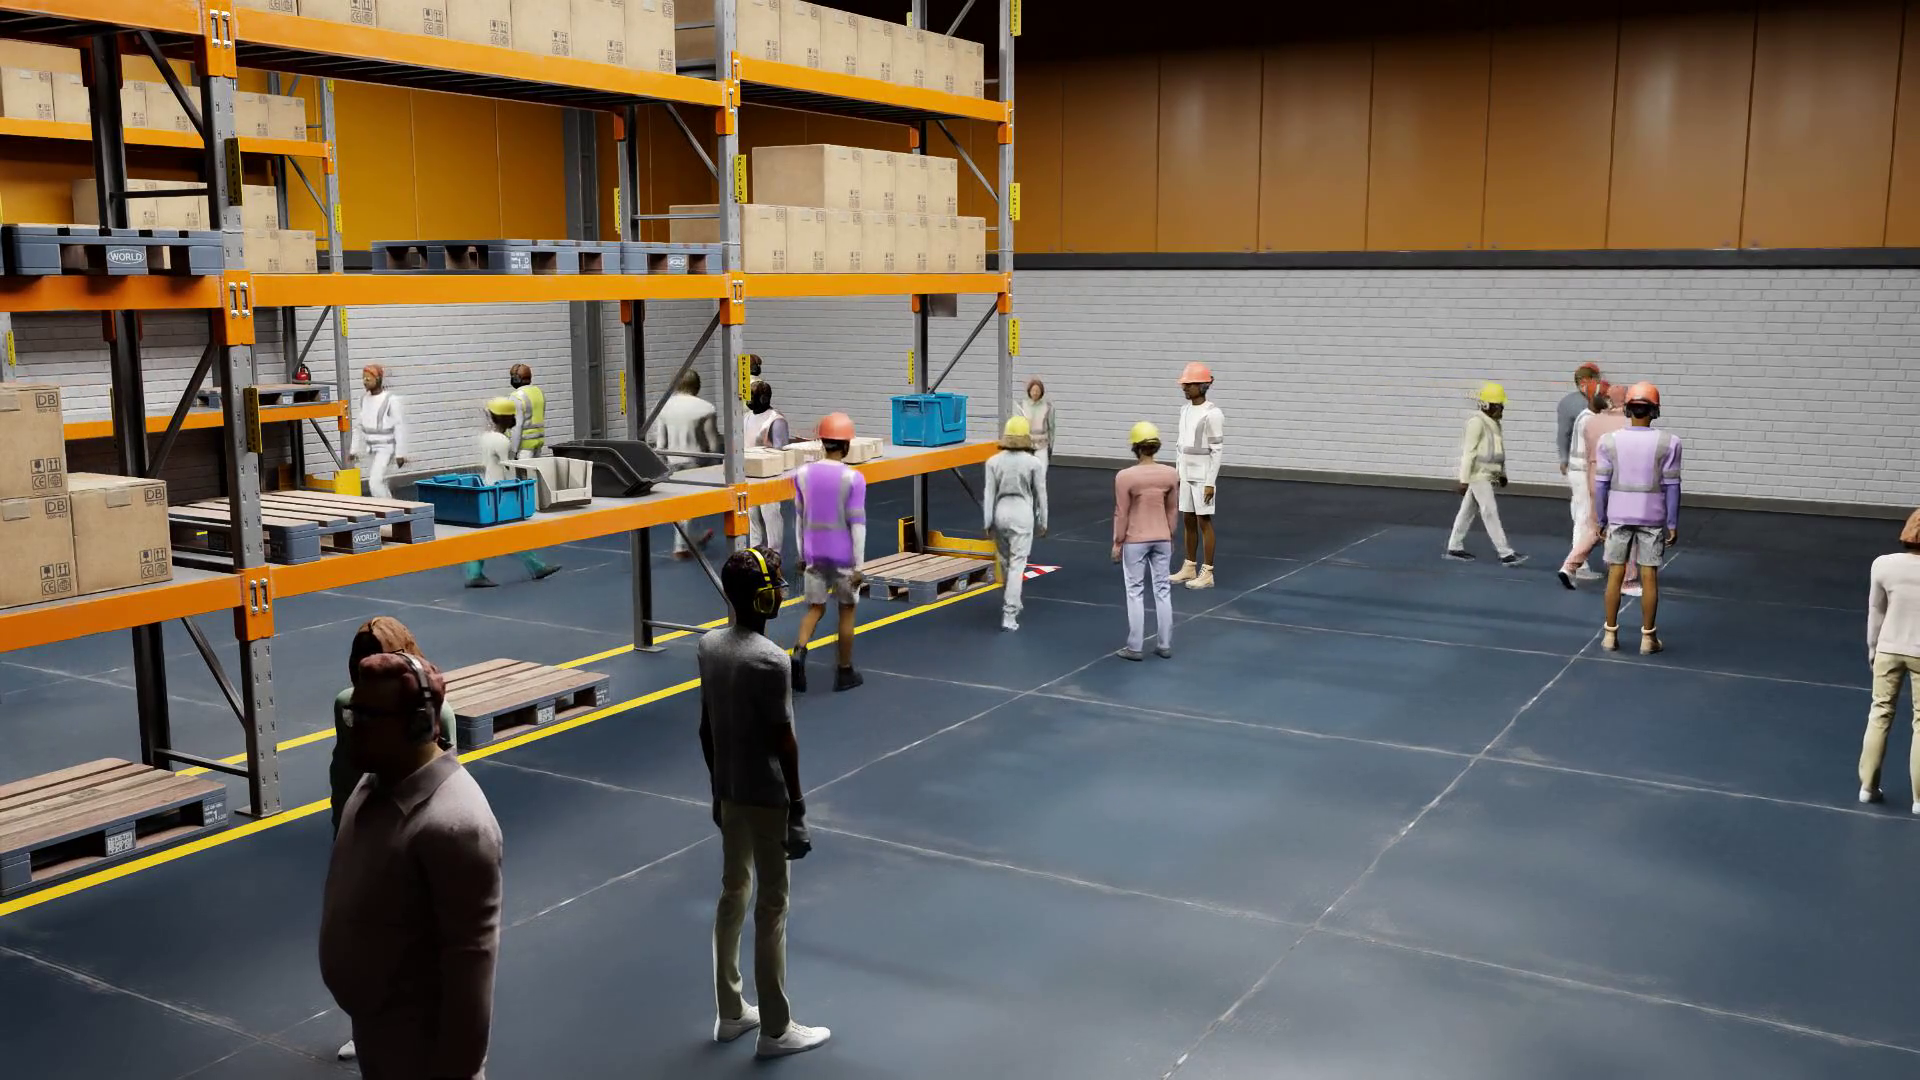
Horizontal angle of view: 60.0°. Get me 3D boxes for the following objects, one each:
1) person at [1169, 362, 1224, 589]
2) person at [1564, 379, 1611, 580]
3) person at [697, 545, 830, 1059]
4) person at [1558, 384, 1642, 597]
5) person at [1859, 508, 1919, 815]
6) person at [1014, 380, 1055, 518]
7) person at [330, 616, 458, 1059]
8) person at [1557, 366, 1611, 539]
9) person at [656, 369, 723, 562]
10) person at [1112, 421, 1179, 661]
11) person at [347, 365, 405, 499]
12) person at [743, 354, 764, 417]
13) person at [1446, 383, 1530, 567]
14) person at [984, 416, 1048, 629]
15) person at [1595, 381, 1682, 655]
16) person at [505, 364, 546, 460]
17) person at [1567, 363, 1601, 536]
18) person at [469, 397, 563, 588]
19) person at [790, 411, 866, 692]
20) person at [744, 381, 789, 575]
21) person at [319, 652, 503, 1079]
[{"bbox_3d":[2.121,-0.580,15.033,0.378,2.044,0.607,-5,10,-26],"label":"person"},{"bbox_3d":[5.847,-0.556,15.407,0.400,1.870,0.592,5,10,28],"label":"person"},{"bbox_3d":[-0.731,0.947,6.054,0.510,1.868,0.328,8,12,42],"label":"person"},{"bbox_3d":[5.711,-0.427,14.684,0.716,1.894,0.693,-3,10,-18],"label":"person"},{"bbox_3d":[5.047,0.628,8.807,0.285,1.626,0.495,-7,12,-39],"label":"person"},{"bbox_3d":[0.864,-1.086,19.608,0.509,1.598,0.875,0,9,1],"label":"person"},{"bbox_3d":[-2.031,1.075,5.975,0.499,1.634,0.280,2,9,14],"label":"person"},{"bbox_3d":[6.545,-0.867,17.296,0.735,1.892,0.428,-1,9,-4],"label":"person"},{"bbox_3d":[-2.663,-0.767,16.683,0.655,1.884,1.013,4,10,22],"label":"person"},{"bbox_3d":[1.359,0.008,12.229,0.528,1.767,0.320,-4,10,-22],"label":"person"},{"bbox_3d":[-6.290,-0.945,17.859,0.580,1.862,0.578,7,11,36],"label":"person"},{"bbox_3d":[-2.578,-1.385,20.684,0.636,1.842,0.429,9,13,44],"label":"person"},{"bbox_3d":[5.165,-0.633,16.157,0.900,1.773,0.714,6,11,33],"label":"person"},{"bbox_3d":[0.445,-0.152,13.453,0.499,1.693,0.911,3,10,17],"label":"person"},{"bbox_3d":[5.059,-0.164,12.443,0.608,2.042,0.375,5,10,29],"label":"person"},{"bbox_3d":[-4.854,-1.039,18.527,0.429,1.841,0.634,2,9,14],"label":"person"},{"bbox_3d":[6.875,-0.997,18.174,0.563,1.891,0.770,3,10,19],"label":"person"},{"bbox_3d":[-4.068,-0.431,15.091,0.902,1.715,0.543,-4,10,-24],"label":"person"},{"bbox_3d":[-0.895,0.103,11.139,0.547,1.922,0.687,4,10,23],"label":"person"},{"bbox_3d":[-1.871,-0.568,15.583,0.430,1.845,0.619,-8,12,-40],"label":"person"},{"bbox_3d":[-1.400,1.218,4.219,0.409,1.913,0.648,-7,12,-39],"label":"person"}]
